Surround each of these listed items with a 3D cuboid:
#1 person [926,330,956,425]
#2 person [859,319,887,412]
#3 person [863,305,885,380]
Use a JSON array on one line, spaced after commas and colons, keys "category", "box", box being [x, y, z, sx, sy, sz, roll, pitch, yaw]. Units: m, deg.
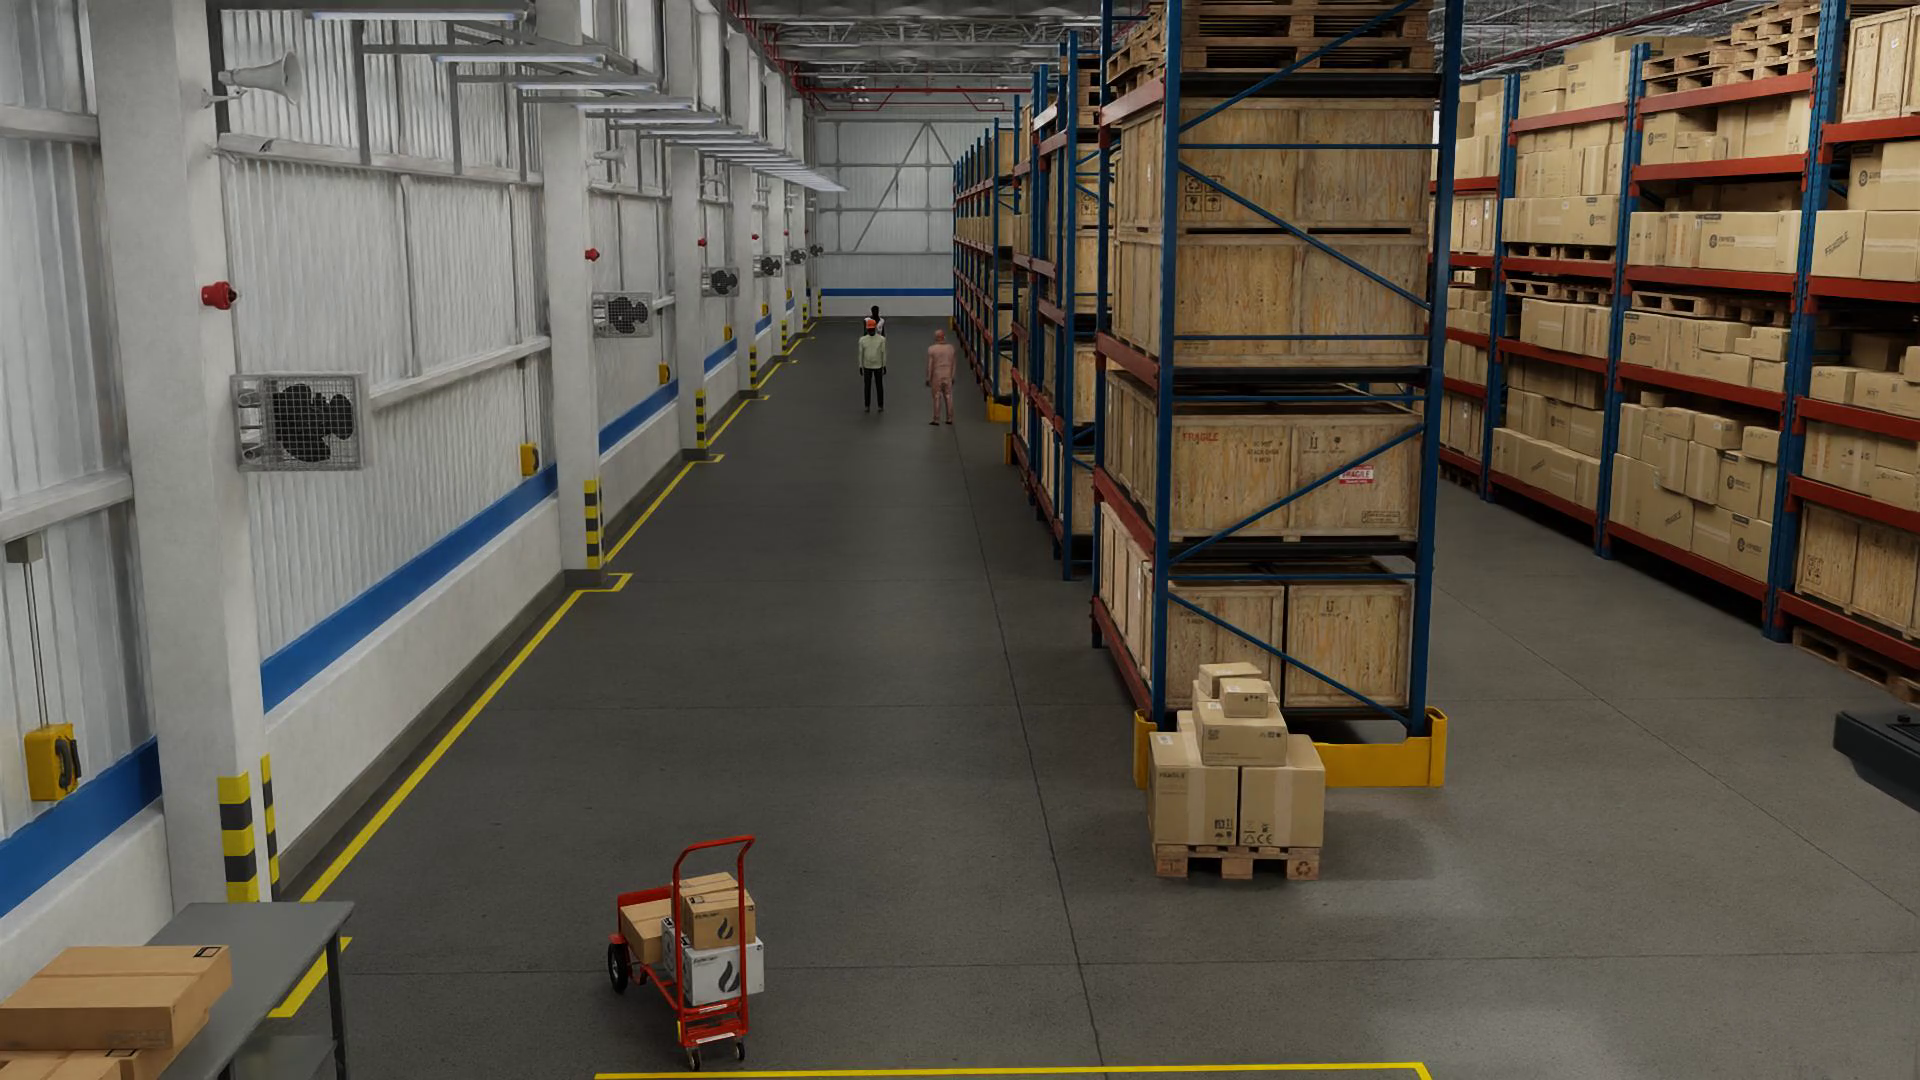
[{"category": "person", "box": [-0.393, -3.244, 33.280, 0.637, 1.904, 0.403, -5, 12, -24]}, {"category": "person", "box": [-1.867, -3.722, 35.553, 0.615, 1.988, 0.402, 1, 11, 3]}, {"category": "person", "box": [-2.203, -5.078, 42.810, 0.586, 1.911, 0.398, -6, 12, -28]}]
